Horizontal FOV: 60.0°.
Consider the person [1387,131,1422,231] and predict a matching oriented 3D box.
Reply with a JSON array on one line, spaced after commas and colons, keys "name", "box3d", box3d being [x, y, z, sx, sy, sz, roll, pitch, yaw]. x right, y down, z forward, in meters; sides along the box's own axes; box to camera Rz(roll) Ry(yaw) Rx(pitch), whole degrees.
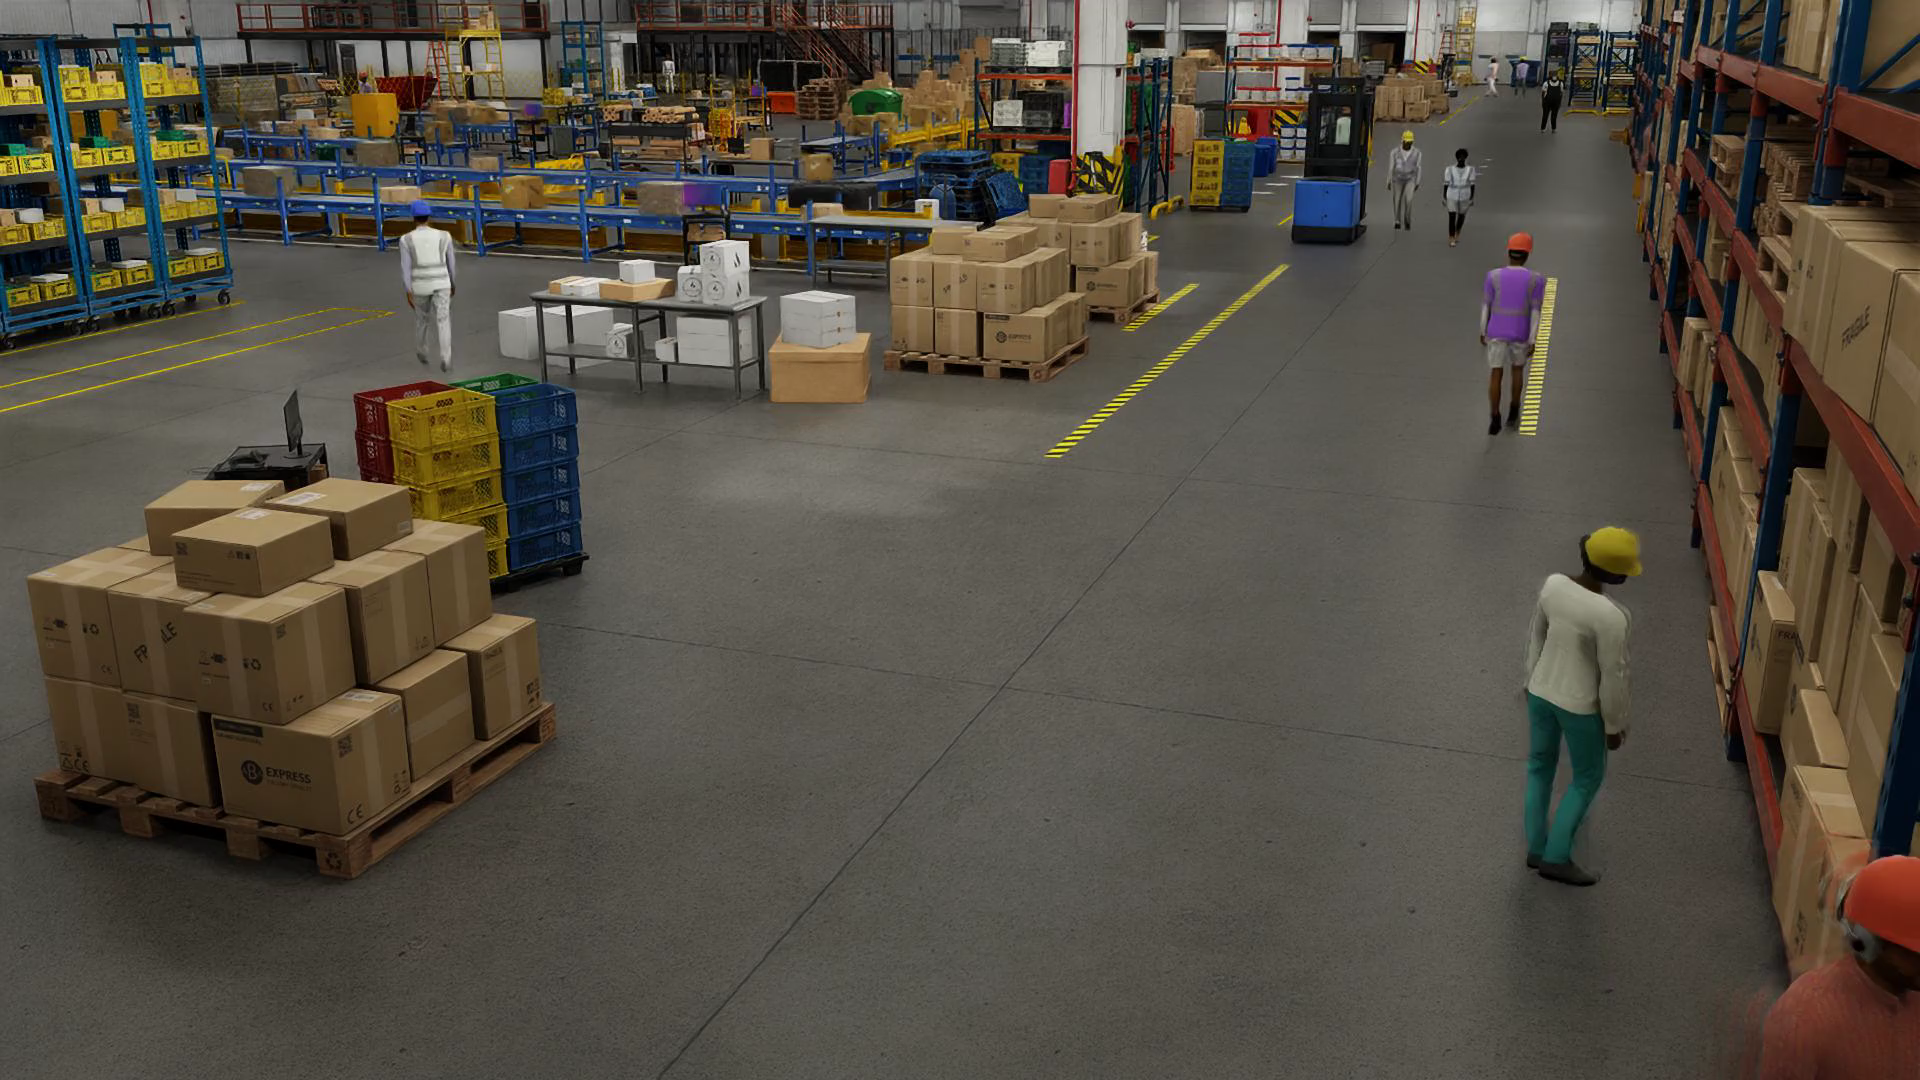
[{"name": "person", "box3d": [8.188, -6.623, 30.718, 0.597, 1.808, 0.737, 5, 18, 15]}]

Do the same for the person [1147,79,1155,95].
[{"name": "person", "box3d": [6.607, -14.997, 57.226, 0.563, 1.674, 0.541, -2, 18, -6]}]

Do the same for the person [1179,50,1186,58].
[{"name": "person", "box3d": [12.268, -26.071, 91.681, 0.955, 1.891, 0.585, 14, 22, 37]}]

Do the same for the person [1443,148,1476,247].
[{"name": "person", "box3d": [8.629, -5.949, 28.818, 0.539, 1.672, 0.738, 3, 18, 8]}]

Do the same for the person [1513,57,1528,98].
[{"name": "person", "box3d": [26.402, -21.739, 78.131, 0.581, 1.869, 1.042, -2, 18, -5]}]

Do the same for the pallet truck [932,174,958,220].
[{"name": "pallet truck", "box3d": [-0.507, -5.292, 27.348, 0.653, 1.274, 1.630, 6, 19, 19]}]

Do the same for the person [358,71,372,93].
[{"name": "person", "box3d": [-19.381, -14.254, 54.301, 0.395, 2.044, 0.609, -12, 21, -33]}]

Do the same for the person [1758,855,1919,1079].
[{"name": "person", "box3d": [2.271, 1.671, 4.442, 0.638, 1.945, 1.032, -7, 19, -20]}]

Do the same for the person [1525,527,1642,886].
[{"name": "person", "box3d": [2.800, 0.758, 7.650, 0.331, 1.733, 0.565, -9, 20, -25]}]

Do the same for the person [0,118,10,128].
[{"name": "person", "box3d": [-28.472, -12.561, 49.244, 0.722, 1.879, 0.526, 3, 18, 10]}]

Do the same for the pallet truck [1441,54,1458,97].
[{"name": "pallet truck", "box3d": [22.765, -21.886, 78.355, 0.823, 1.965, 1.885, -4, 18, -14]}]

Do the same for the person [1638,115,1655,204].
[{"name": "person", "box3d": [14.483, -7.950, 34.736, 0.485, 1.890, 0.686, 9, 20, 26]}]

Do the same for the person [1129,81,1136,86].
[{"name": "person", "box3d": [6.893, -18.054, 66.620, 0.996, 1.816, 0.541, 6, 19, 17]}]

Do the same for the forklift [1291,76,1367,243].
[{"name": "forklift", "box3d": [6.598, -6.755, 29.381, 1.129, 2.768, 1.873, 6, 19, 19]}]

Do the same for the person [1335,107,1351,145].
[{"name": "person", "box3d": [9.662, -10.051, 41.783, 0.507, 1.614, 0.629, 9, 20, 26]}]

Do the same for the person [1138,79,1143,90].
[{"name": "person", "box3d": [9.222, -24.032, 85.177, 0.388, 1.949, 0.602, 3, 18, 10]}]

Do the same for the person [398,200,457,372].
[{"name": "person", "box3d": [-5.986, -2.878, 18.807, 0.613, 1.893, 1.023, -7, 19, -22]}]

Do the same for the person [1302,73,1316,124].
[{"name": "person", "box3d": [12.437, -15.535, 58.705, 0.993, 1.823, 0.518, 1, 18, 4]}]

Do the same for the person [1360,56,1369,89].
[{"name": "person", "box3d": [20.722, -23.912, 85.152, 0.528, 1.727, 0.499, -11, 21, -31]}]

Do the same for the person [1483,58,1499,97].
[{"name": "person", "box3d": [25.063, -21.739, 78.211, 0.633, 1.815, 0.887, -11, 21, -30]}]

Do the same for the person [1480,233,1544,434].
[{"name": "person", "box3d": [5.326, -2.023, 16.117, 0.549, 1.895, 0.949, 6, 19, 18]}]

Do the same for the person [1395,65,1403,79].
[{"name": "person", "box3d": [17.142, -17.594, 65.021, 0.527, 1.902, 0.623, 6, 19, 18]}]

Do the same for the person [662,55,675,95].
[{"name": "person", "box3d": [-14.164, -22.612, 80.821, 0.585, 1.882, 0.337, -5, 18, -14]}]

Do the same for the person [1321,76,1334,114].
[{"name": "person", "box3d": [11.495, -13.717, 52.785, 0.617, 1.951, 1.017, -14, 22, -37]}]

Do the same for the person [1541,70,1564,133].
[{"name": "person", "box3d": [19.723, -14.596, 55.380, 0.683, 2.000, 0.537, 2, 18, 6]}]
